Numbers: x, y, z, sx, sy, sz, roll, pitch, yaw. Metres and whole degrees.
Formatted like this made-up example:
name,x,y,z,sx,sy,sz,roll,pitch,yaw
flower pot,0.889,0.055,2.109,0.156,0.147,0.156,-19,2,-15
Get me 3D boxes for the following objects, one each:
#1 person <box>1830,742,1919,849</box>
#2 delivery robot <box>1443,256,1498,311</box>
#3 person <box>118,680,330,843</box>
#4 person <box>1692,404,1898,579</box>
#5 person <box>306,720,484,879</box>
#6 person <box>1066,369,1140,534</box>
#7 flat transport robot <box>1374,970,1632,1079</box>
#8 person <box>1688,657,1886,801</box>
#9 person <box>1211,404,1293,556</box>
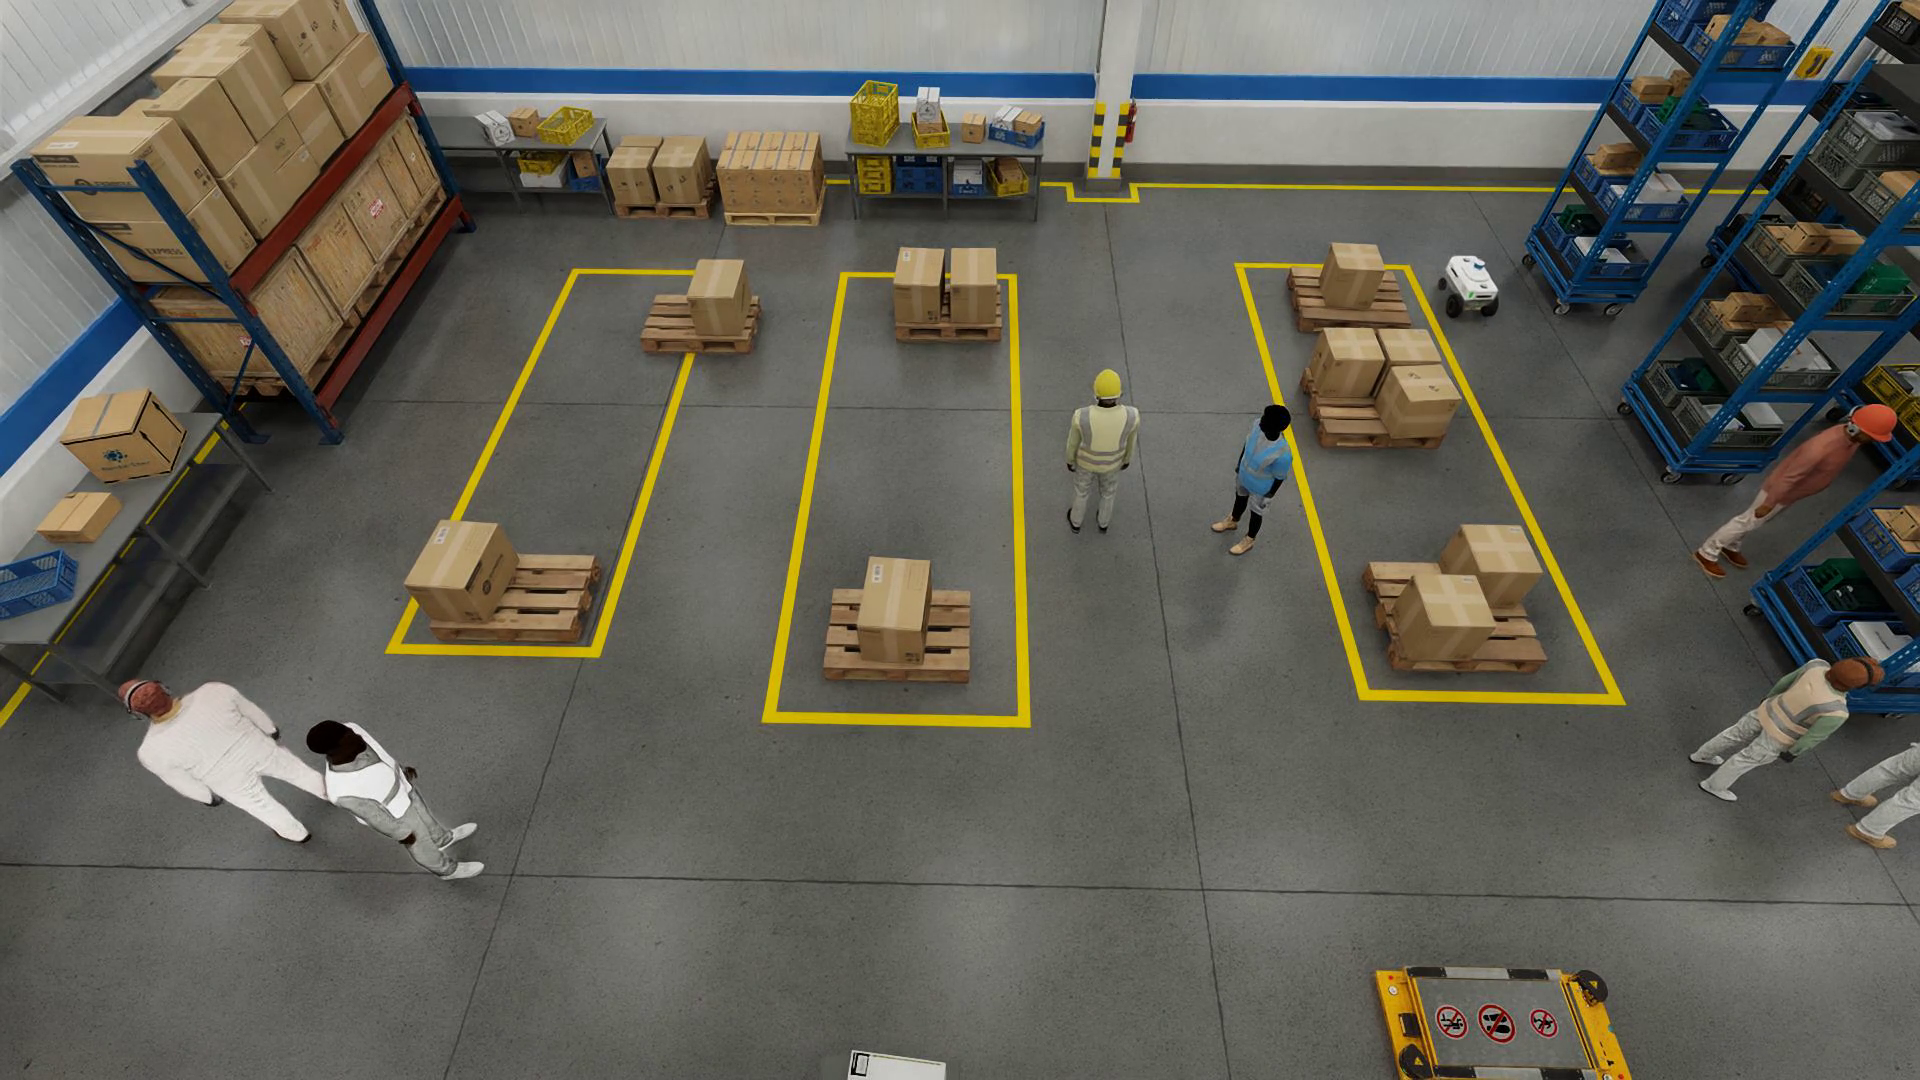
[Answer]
name,x,y,z,sx,sy,sz,roll,pitch,yaw
person,6.787,1.512,6.233,0.430,1.839,0.619,11,52,9
delivery robot,5.970,-3.034,10.701,0.477,0.478,0.707,-1,51,-1
person,-4.937,1.483,6.220,0.399,1.900,0.651,18,53,14
person,6.988,-0.401,7.703,0.623,1.982,0.416,-22,54,-17
person,-3.725,1.710,6.018,0.390,1.920,0.587,-20,53,-15
person,1.226,-0.747,8.086,0.596,1.827,0.404,0,51,0
flat transport robot,3.501,3.133,5.914,1.431,0.197,0.652,1,51,1
person,5.833,1.317,6.516,0.306,1.640,0.523,10,51,8
person,2.575,-0.527,7.981,0.317,1.698,0.540,-17,53,-13
